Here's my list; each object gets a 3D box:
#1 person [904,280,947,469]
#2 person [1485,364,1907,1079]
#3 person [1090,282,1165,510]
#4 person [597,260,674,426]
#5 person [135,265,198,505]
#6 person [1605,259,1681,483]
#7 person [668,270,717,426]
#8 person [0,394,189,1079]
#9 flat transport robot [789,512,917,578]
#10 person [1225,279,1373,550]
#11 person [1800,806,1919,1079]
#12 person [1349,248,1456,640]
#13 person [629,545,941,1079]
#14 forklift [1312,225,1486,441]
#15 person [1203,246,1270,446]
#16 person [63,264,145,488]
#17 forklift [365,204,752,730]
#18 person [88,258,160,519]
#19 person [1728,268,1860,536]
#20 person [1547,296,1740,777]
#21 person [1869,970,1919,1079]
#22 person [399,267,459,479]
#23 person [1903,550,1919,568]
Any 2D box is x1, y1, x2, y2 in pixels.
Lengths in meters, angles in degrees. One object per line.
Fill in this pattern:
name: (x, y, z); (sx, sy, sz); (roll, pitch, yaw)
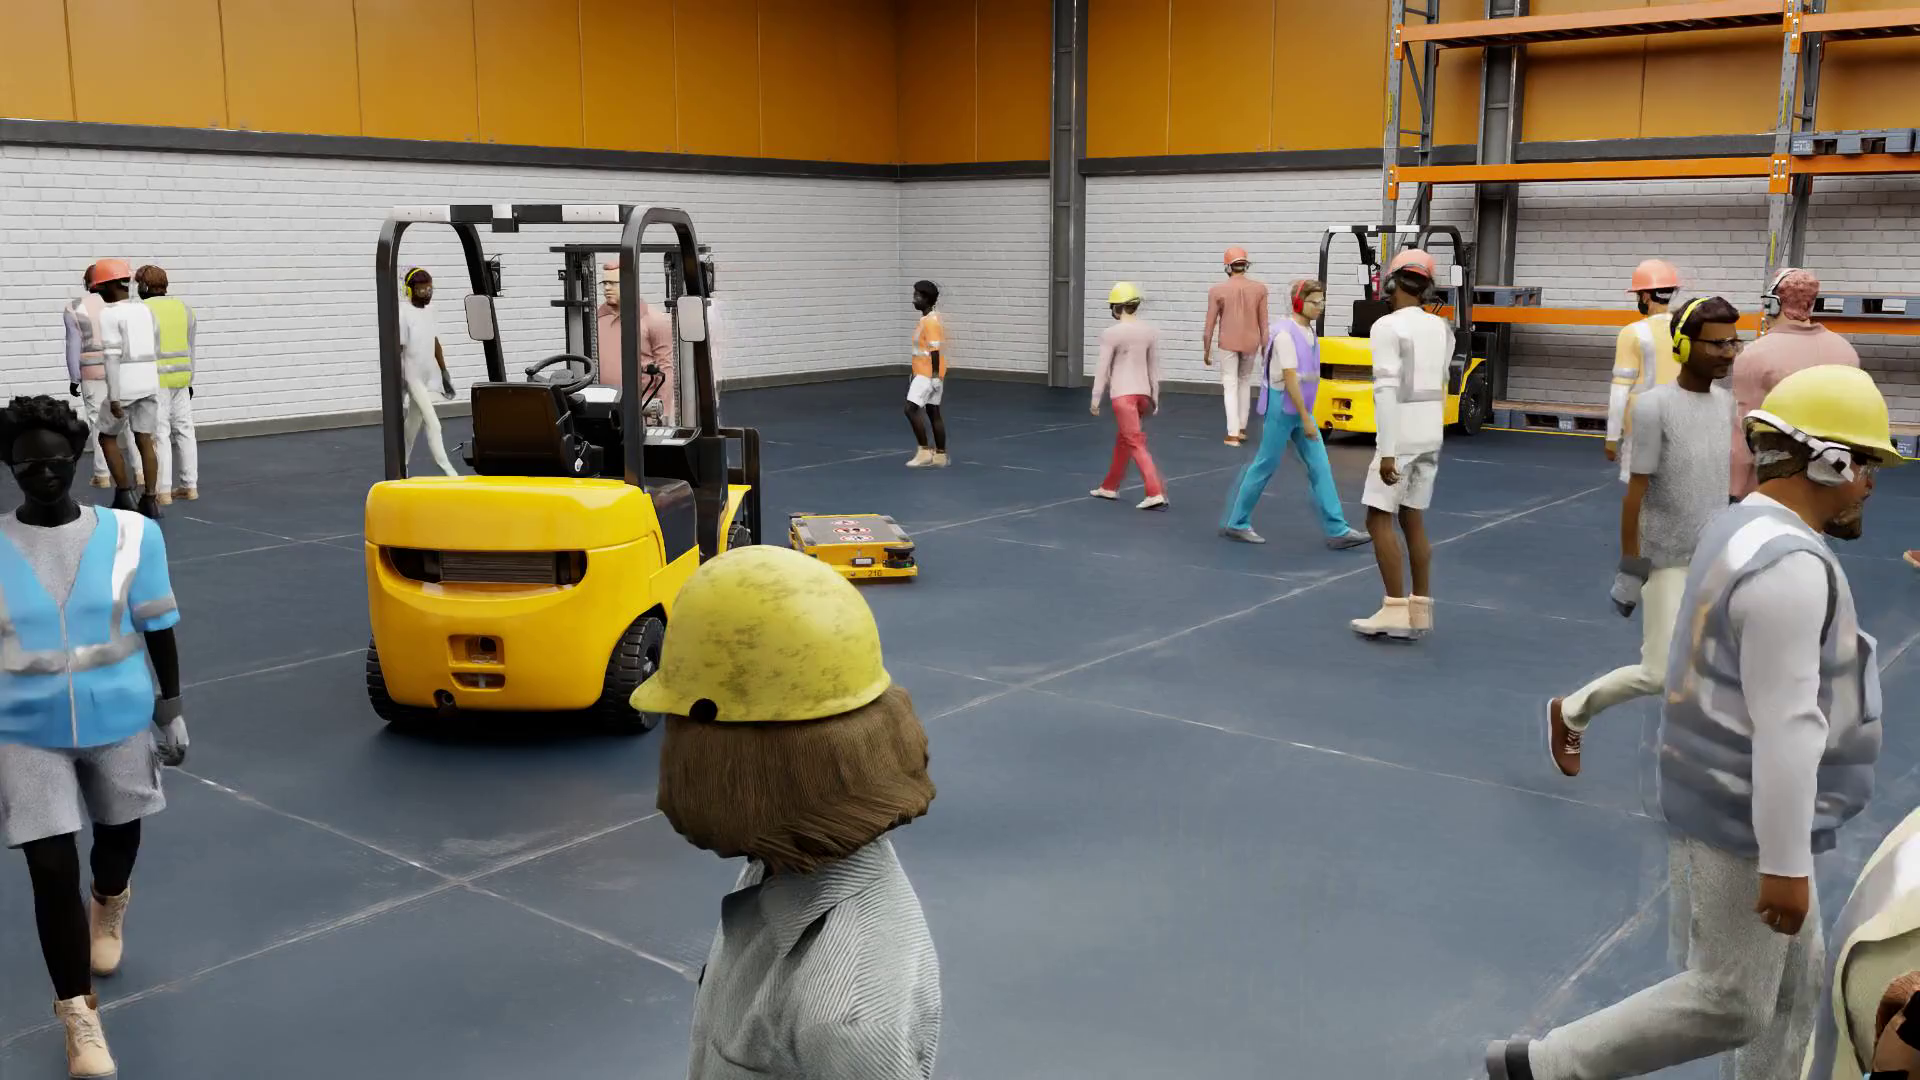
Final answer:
person: (-0.337, -1.461, 14.801); (0.512, 1.682, 0.540); (0, 10, 0)
person: (1.533, 0.540, 3.411); (0.728, 1.791, 0.629); (4, 11, 21)
person: (1.294, -1.106, 12.732); (0.538, 1.716, 0.918); (-8, 13, -38)
person: (-2.168, -0.839, 10.723); (0.644, 1.907, 0.400); (3, 11, 18)
person: (-6.196, -1.196, 12.877); (0.429, 1.844, 0.622); (4, 11, 21)
person: (4.018, -0.664, 9.704); (0.564, 1.921, 0.417); (-3, 11, -16)
person: (-2.070, -1.089, 12.172); (0.705, 1.877, 0.670); (-2, 10, -11)
person: (-2.274, 0.450, 4.244); (0.536, 1.671, 0.787); (-7, 12, -34)
flat transport robot: (-0.700, 0.019, 10.500); (0.652, 0.197, 1.431); (-2, 10, -10)
person: (2.209, -0.818, 10.953); (1.017, 1.782, 0.553); (8, 13, 37)
person: (1.130, 0.854, 1.630); (0.606, 1.796, 0.843); (-8, 13, -39)
person: (2.295, -0.500, 8.604); (0.663, 1.991, 0.520); (-8, 13, -37)
person: (-0.163, 0.862, 1.749); (0.312, 1.741, 0.492); (-2, 11, -13)
forklift: (4.449, -2.115, 16.993); (1.214, 2.155, 2.313); (8, 13, 38)
person: (2.747, -1.946, 16.687); (0.638, 1.961, 0.757); (-1, 10, -7)
person: (-7.043, -1.351, 13.754); (0.622, 1.838, 0.429); (-8, 13, -39)
forklift: (-1.766, -0.406, 7.525); (1.214, 2.155, 2.313); (1, 10, 7)
person: (-6.087, -1.102, 12.187); (0.523, 1.899, 0.544); (4, 11, 20)
person: (3.728, -0.279, 7.611); (0.639, 1.911, 0.406); (-3, 11, -17)
person: (2.492, 0.065, 5.887); (0.515, 1.853, 0.683); (-6, 12, -30)
person: (0.725, 1.040, 1.104); (0.381, 1.612, 0.550); (2, 10, 10)
person: (-4.258, -1.248, 13.253); (0.906, 1.812, 0.480); (1, 10, 8)
person: (6.202, -0.677, 9.981); (0.909, 1.842, 0.615); (9, 13, 40)
